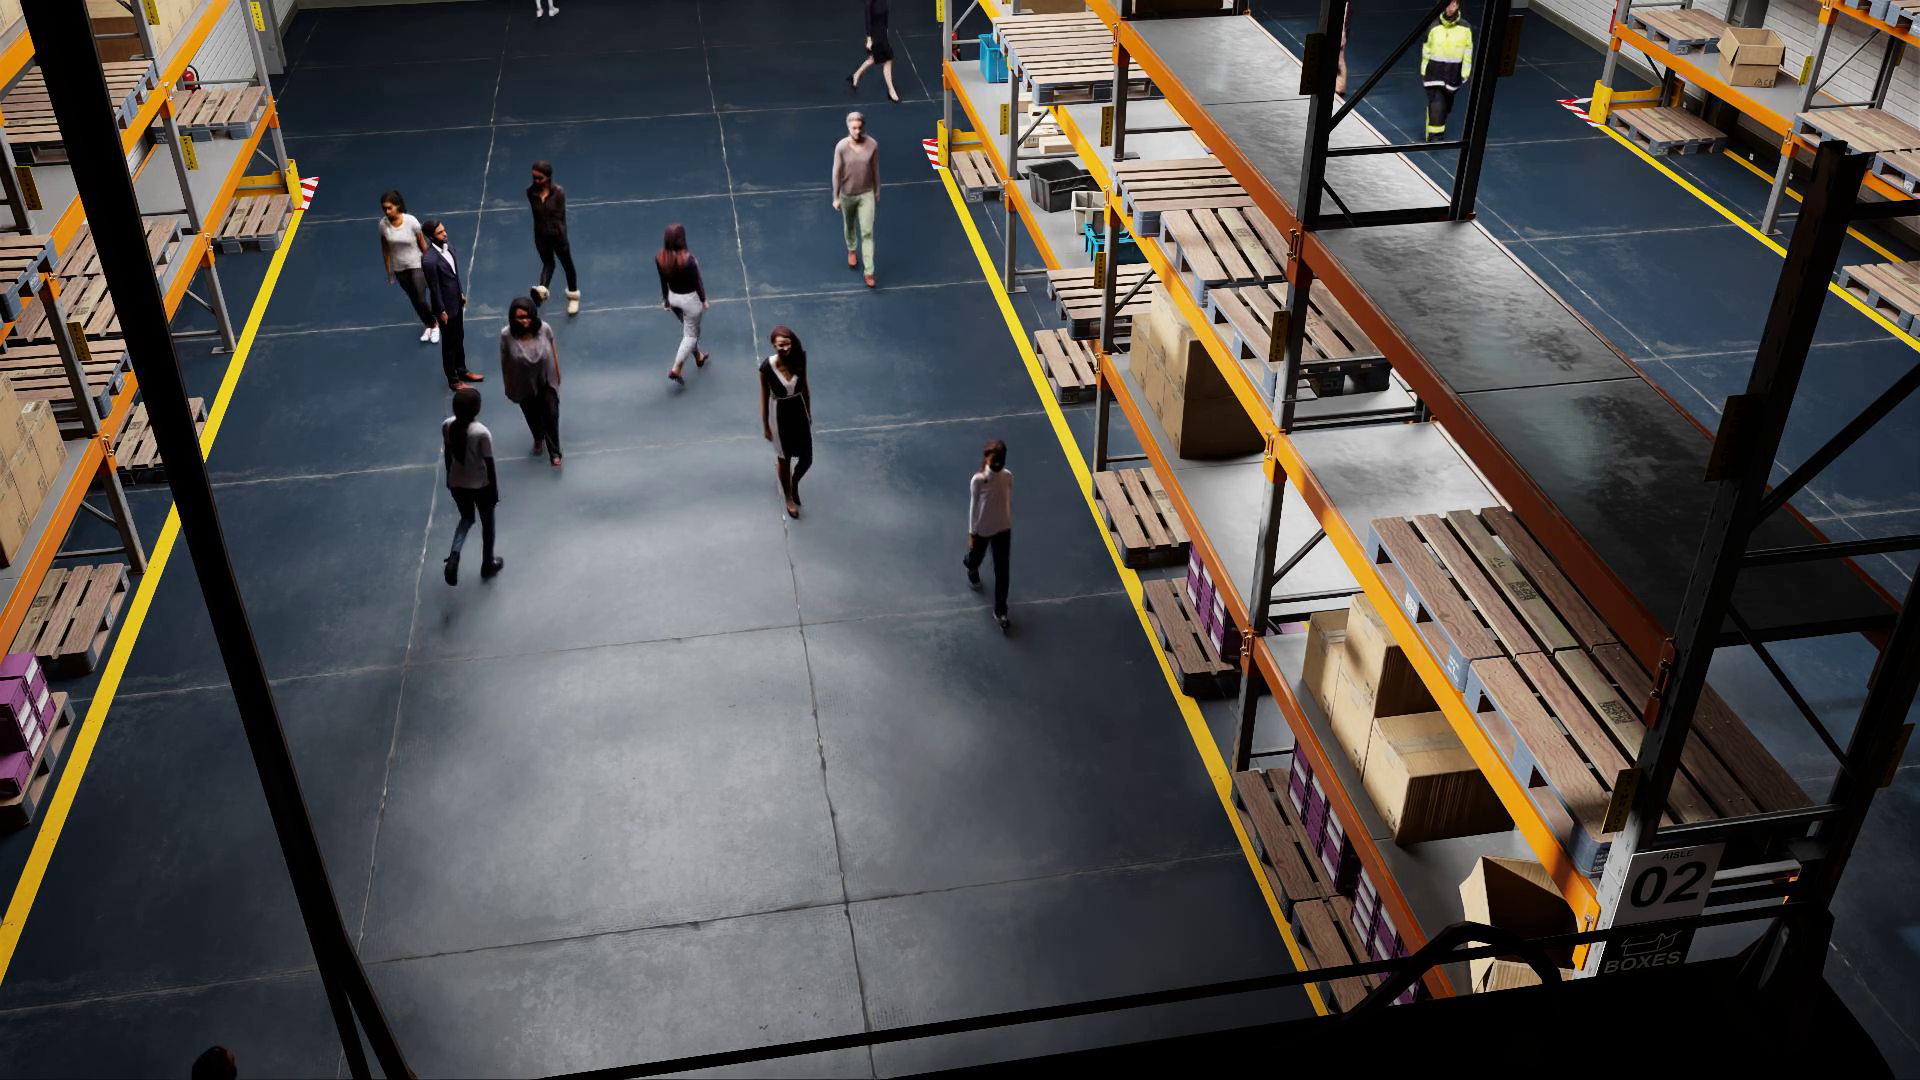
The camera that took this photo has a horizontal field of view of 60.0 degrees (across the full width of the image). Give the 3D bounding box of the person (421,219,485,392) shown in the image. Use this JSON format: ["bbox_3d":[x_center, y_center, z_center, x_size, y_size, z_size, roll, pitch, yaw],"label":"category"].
[{"bbox_3d":[-4.885,-2.252,15.842,0.757,1.727,0.602,6,34,9],"label":"person"}]

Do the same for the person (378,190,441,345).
[{"bbox_3d":[-5.497,-2.777,16.724,0.675,1.626,0.684,3,34,4],"label":"person"}]

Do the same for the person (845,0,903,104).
[{"bbox_3d":[-1.198,-6.860,22.793,1.067,1.708,1.099,16,37,22],"label":"person"}]

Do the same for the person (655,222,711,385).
[{"bbox_3d":[-2.657,-2.249,15.969,0.982,1.583,1.115,15,36,21],"label":"person"}]

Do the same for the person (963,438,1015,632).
[{"bbox_3d":[0.211,-0.124,12.816,0.566,1.535,1.049,-9,35,-13],"label":"person"}]

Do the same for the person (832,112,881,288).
[{"bbox_3d":[-1.128,-3.739,17.997,0.709,1.820,1.267,-4,34,-6],"label":"person"}]

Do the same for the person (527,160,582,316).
[{"bbox_3d":[-4.232,-3.069,17.137,0.699,1.655,0.904,0,34,0],"label":"person"}]

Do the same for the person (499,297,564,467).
[{"bbox_3d":[-3.796,-1.463,14.800,0.677,1.568,0.987,-8,34,-12],"label":"person"}]

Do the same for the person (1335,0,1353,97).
[{"bbox_3d":[5.259,-7.122,23.076,0.739,1.831,0.545,-4,34,-6],"label":"person"}]

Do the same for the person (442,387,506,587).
[{"bbox_3d":[-3.861,-0.371,13.036,0.866,1.701,1.000,7,34,11],"label":"person"}]

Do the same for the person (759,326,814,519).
[{"bbox_3d":[-1.471,-1.013,13.924,0.692,1.788,0.710,-16,37,-23],"label":"person"}]

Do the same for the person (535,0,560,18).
[{"bbox_3d":[-6.660,-9.167,26.227,0.626,1.749,0.598,1,34,2],"label":"person"}]

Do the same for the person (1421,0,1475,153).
[{"bbox_3d":[6.219,-6.035,21.338,0.983,1.945,1.302,2,34,2],"label":"person"}]
